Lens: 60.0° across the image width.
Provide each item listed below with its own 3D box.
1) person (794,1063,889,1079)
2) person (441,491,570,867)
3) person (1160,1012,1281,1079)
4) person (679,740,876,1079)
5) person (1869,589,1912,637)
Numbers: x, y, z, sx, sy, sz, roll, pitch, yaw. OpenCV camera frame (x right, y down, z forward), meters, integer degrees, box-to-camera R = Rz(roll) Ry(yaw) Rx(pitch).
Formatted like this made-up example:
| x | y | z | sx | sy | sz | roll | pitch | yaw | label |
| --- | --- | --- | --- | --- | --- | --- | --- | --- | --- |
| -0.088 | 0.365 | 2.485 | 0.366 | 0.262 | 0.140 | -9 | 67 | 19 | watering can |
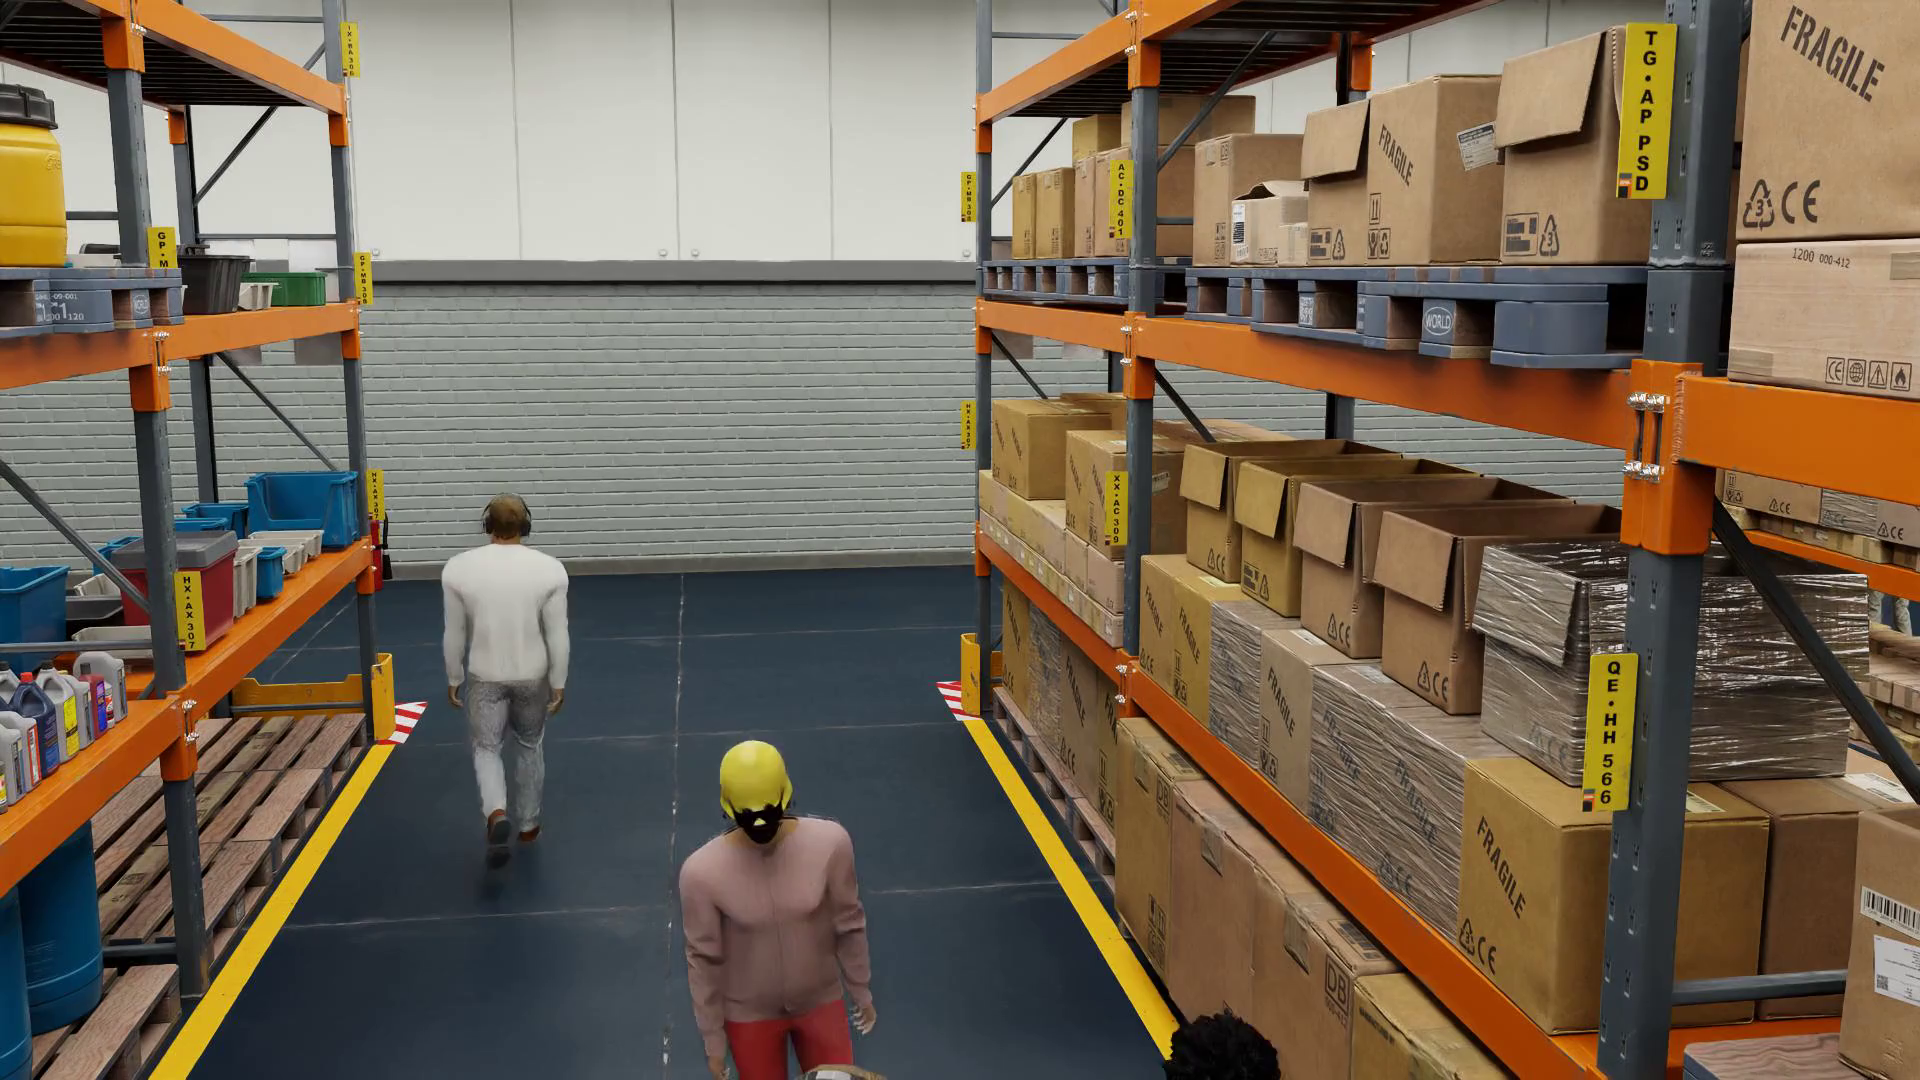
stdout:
| x | y | z | sx | sy | sz | roll | pitch | yaw | label |
| --- | --- | --- | --- | --- | --- | --- | --- | --- | --- |
| -0.167 | 1.677 | 2.484 | 0.627 | 1.935 | 0.373 | 2 | 9 | 11 | person |
| -2.304 | 0.712 | 8.498 | 0.634 | 1.915 | 0.760 | -3 | 10 | -15 | person |
| 0.533 | 1.706 | 3.180 | 0.562 | 1.635 | 0.876 | -3 | 10 | -20 | person |
| -0.527 | 1.387 | 4.893 | 0.574 | 1.726 | 0.510 | -3 | 10 | -16 | person |
| 6.703 | 0.169 | 12.021 | 0.515 | 1.860 | 0.325 | -1 | 9 | -5 | person |
